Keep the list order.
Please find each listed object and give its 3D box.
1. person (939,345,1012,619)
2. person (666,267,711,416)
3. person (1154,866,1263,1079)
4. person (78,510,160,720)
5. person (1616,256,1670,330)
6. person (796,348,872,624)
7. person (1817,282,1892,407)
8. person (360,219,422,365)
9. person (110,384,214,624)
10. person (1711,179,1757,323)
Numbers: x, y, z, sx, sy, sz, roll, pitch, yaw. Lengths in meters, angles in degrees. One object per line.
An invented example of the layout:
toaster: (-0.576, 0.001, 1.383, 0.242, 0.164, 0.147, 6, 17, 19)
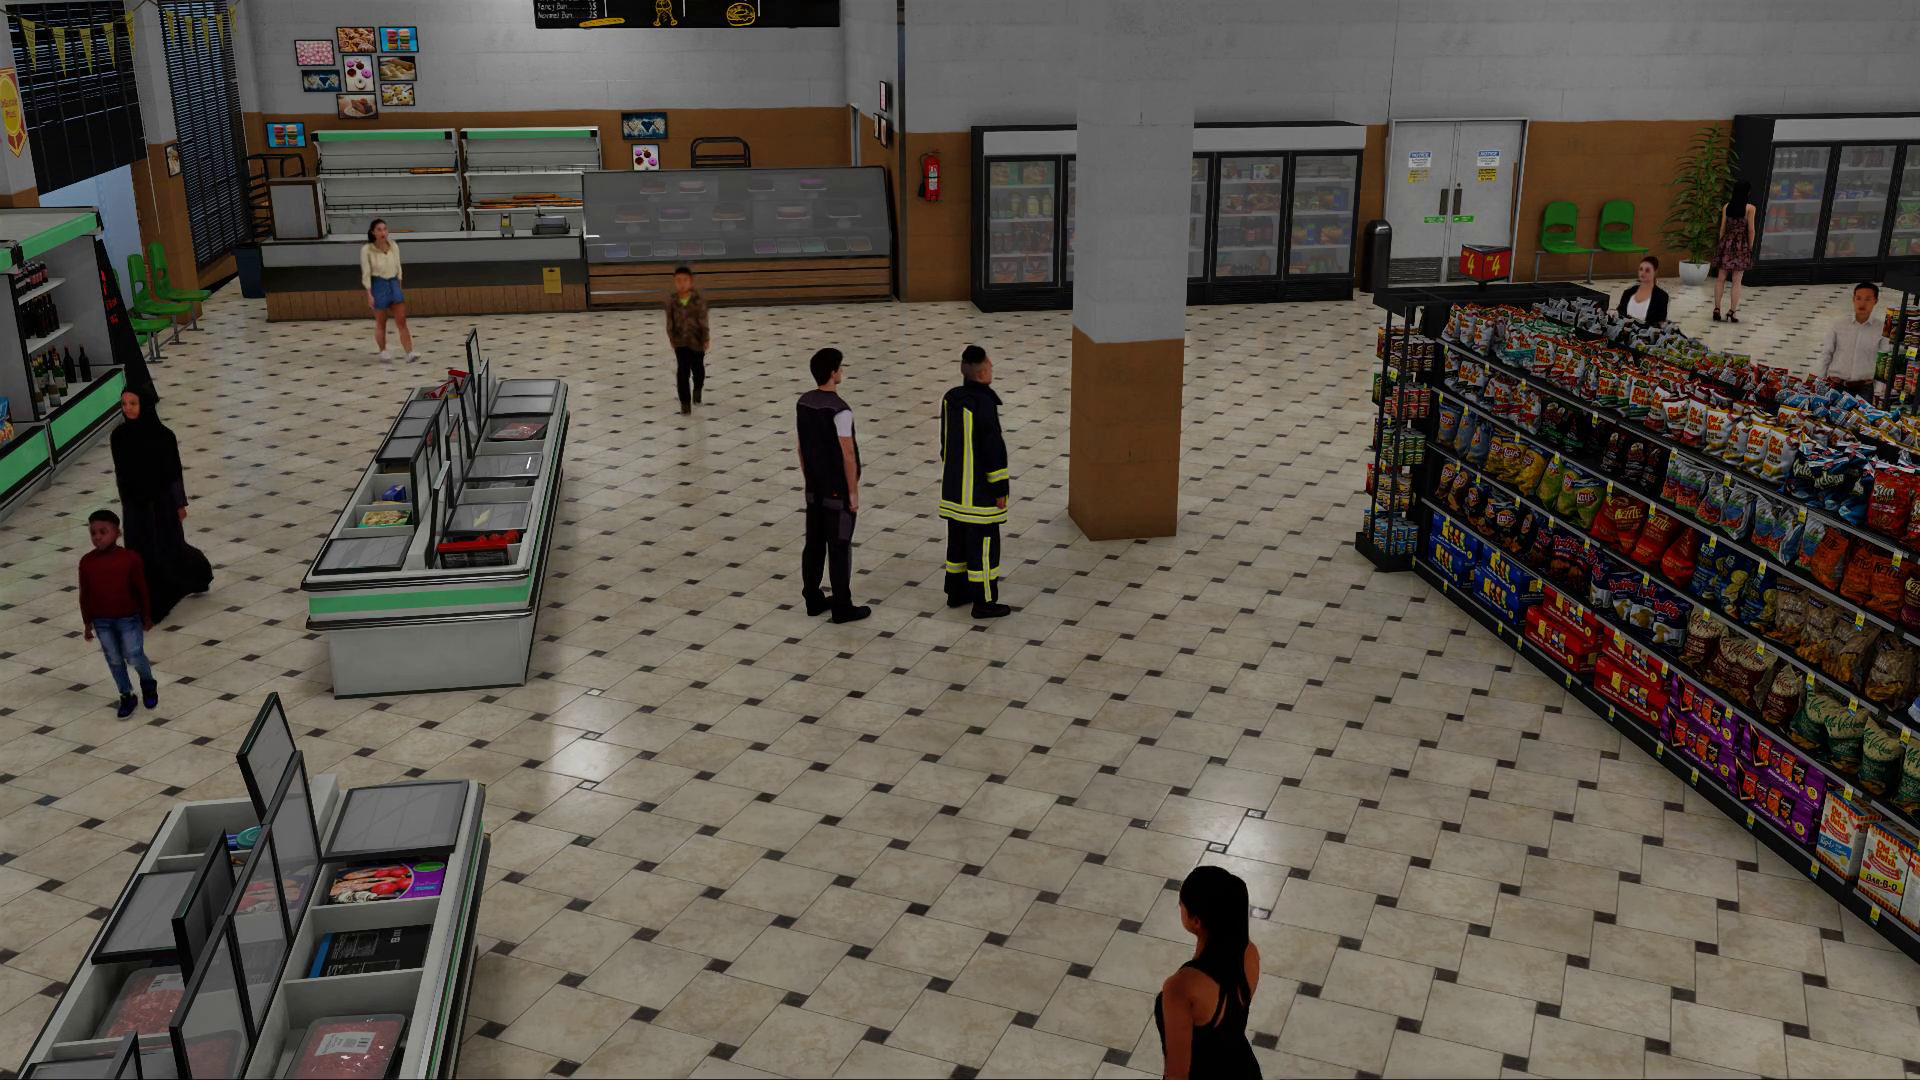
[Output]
person: (0.094, -0.411, 11.192, 0.932, 1.862, 0.806, -13, 23, -34)
person: (-2.699, -2.005, 16.590, 0.591, 1.434, 0.946, -4, 19, -13)
person: (0.818, 1.761, 5.087, 0.781, 1.647, 0.885, -14, 23, -35)
person: (-4.908, 0.414, 9.707, 0.502, 1.247, 0.507, -3, 19, -9)
person: (6.503, -1.858, 15.809, 0.935, 1.654, 0.969, -13, 22, -33)
person: (-0.875, -0.364, 11.077, 0.708, 1.848, 0.795, 17, 25, 40)
person: (7.320, -1.229, 13.697, 0.741, 1.811, 0.775, 10, 21, 27)
person: (-6.459, -2.759, 18.576, 1.000, 1.594, 1.152, -16, 25, -40)
person: (-5.392, -0.269, 11.180, 0.719, 1.601, 0.955, 1, 19, 3)
person: (9.715, -3.626, 20.865, 0.860, 1.775, 0.784, -17, 25, -42)
